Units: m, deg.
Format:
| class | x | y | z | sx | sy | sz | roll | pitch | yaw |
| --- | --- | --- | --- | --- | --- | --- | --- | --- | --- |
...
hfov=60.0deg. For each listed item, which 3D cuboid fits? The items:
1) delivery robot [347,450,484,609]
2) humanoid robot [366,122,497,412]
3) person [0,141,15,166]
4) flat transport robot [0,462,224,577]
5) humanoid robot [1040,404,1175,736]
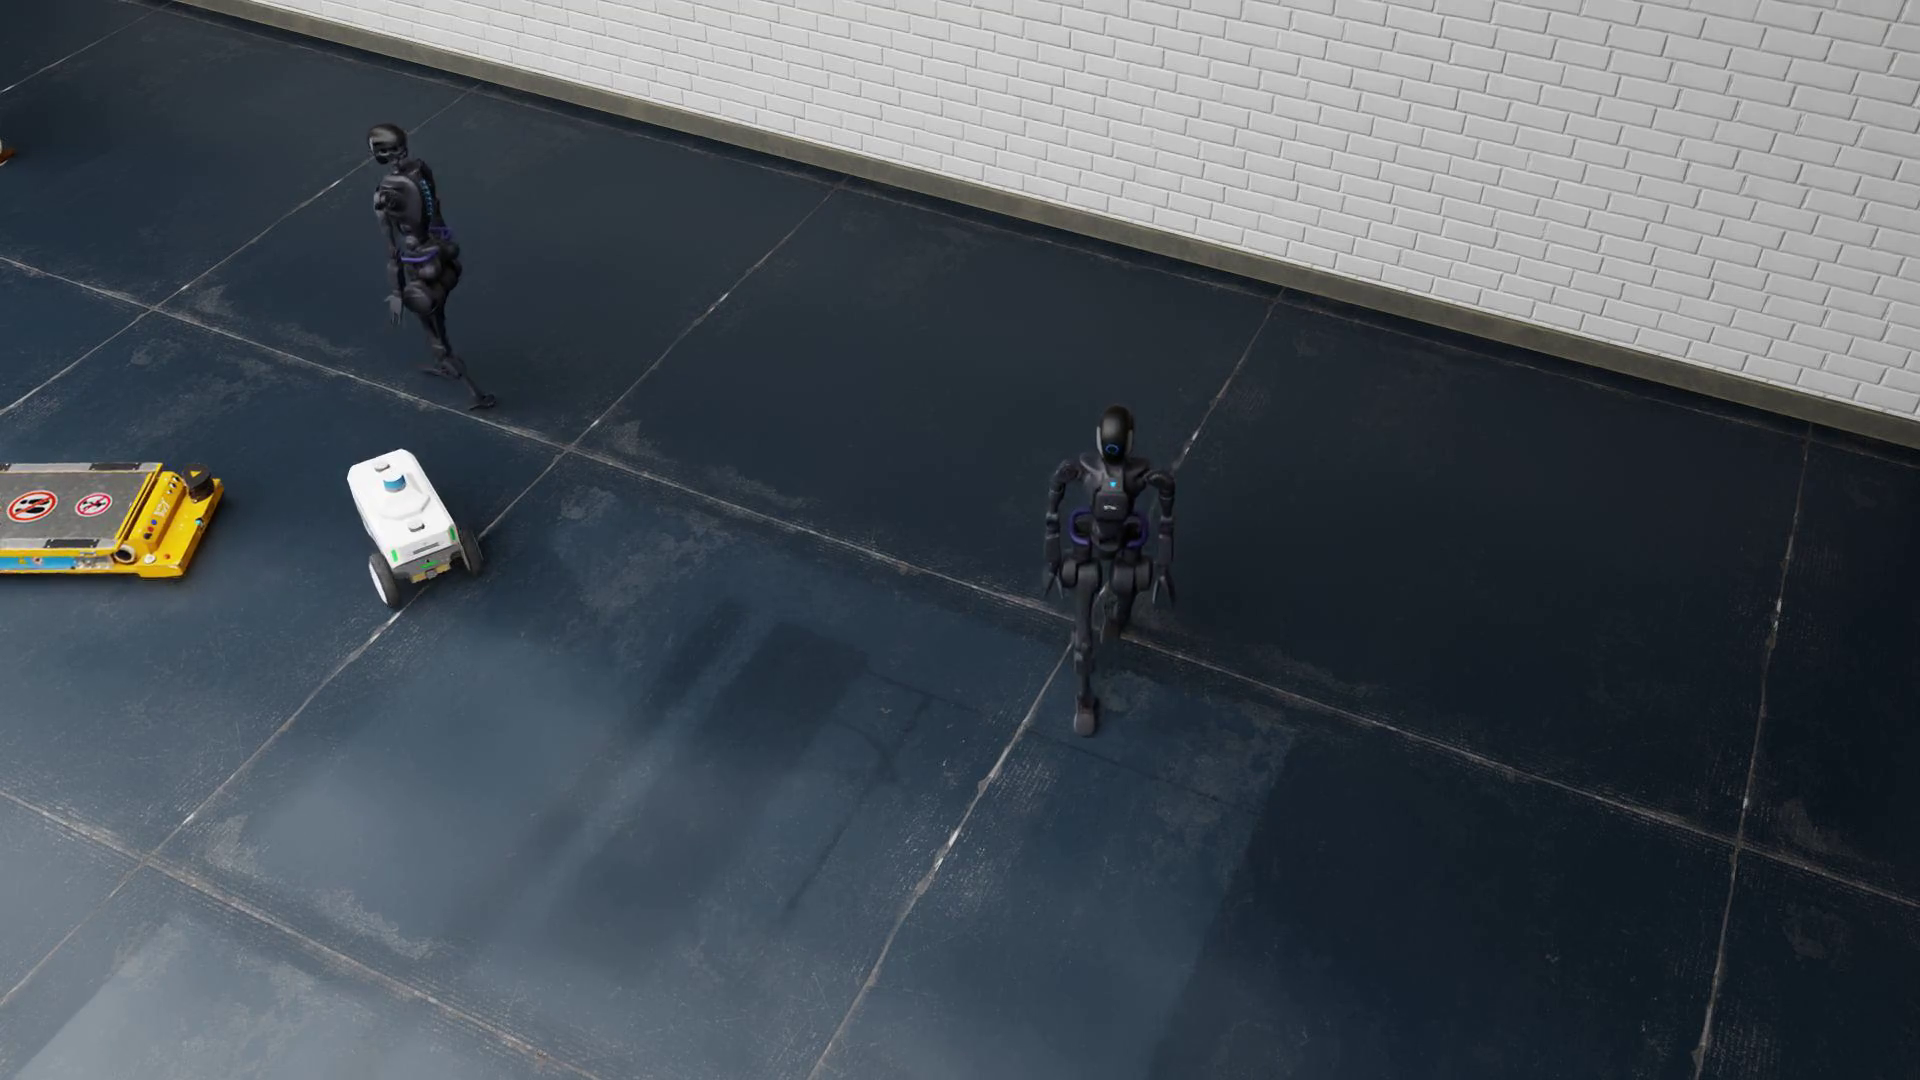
| class | x | y | z | sx | sy | sz | roll | pitch | yaw |
| --- | --- | --- | --- | --- | --- | --- | --- | --- | --- |
| delivery robot | -2.702 | -0.079 | 8.140 | 0.499 | 0.608 | 0.799 | -23 | 48 | -23 |
| humanoid robot | -2.868 | -1.417 | 8.781 | 0.692 | 1.641 | 0.612 | 9 | 44 | 9 |
| person | -6.512 | -3.092 | 10.608 | 0.556 | 1.612 | 0.334 | -19 | 46 | -19 |
| flat transport robot | -4.537 | -0.096 | 8.359 | 1.431 | 0.231 | 0.659 | 0 | 43 | 0 |
| humanoid robot | 0.646 | 0.050 | 7.209 | 0.591 | 1.653 | 0.757 | 2 | 43 | 3 |
